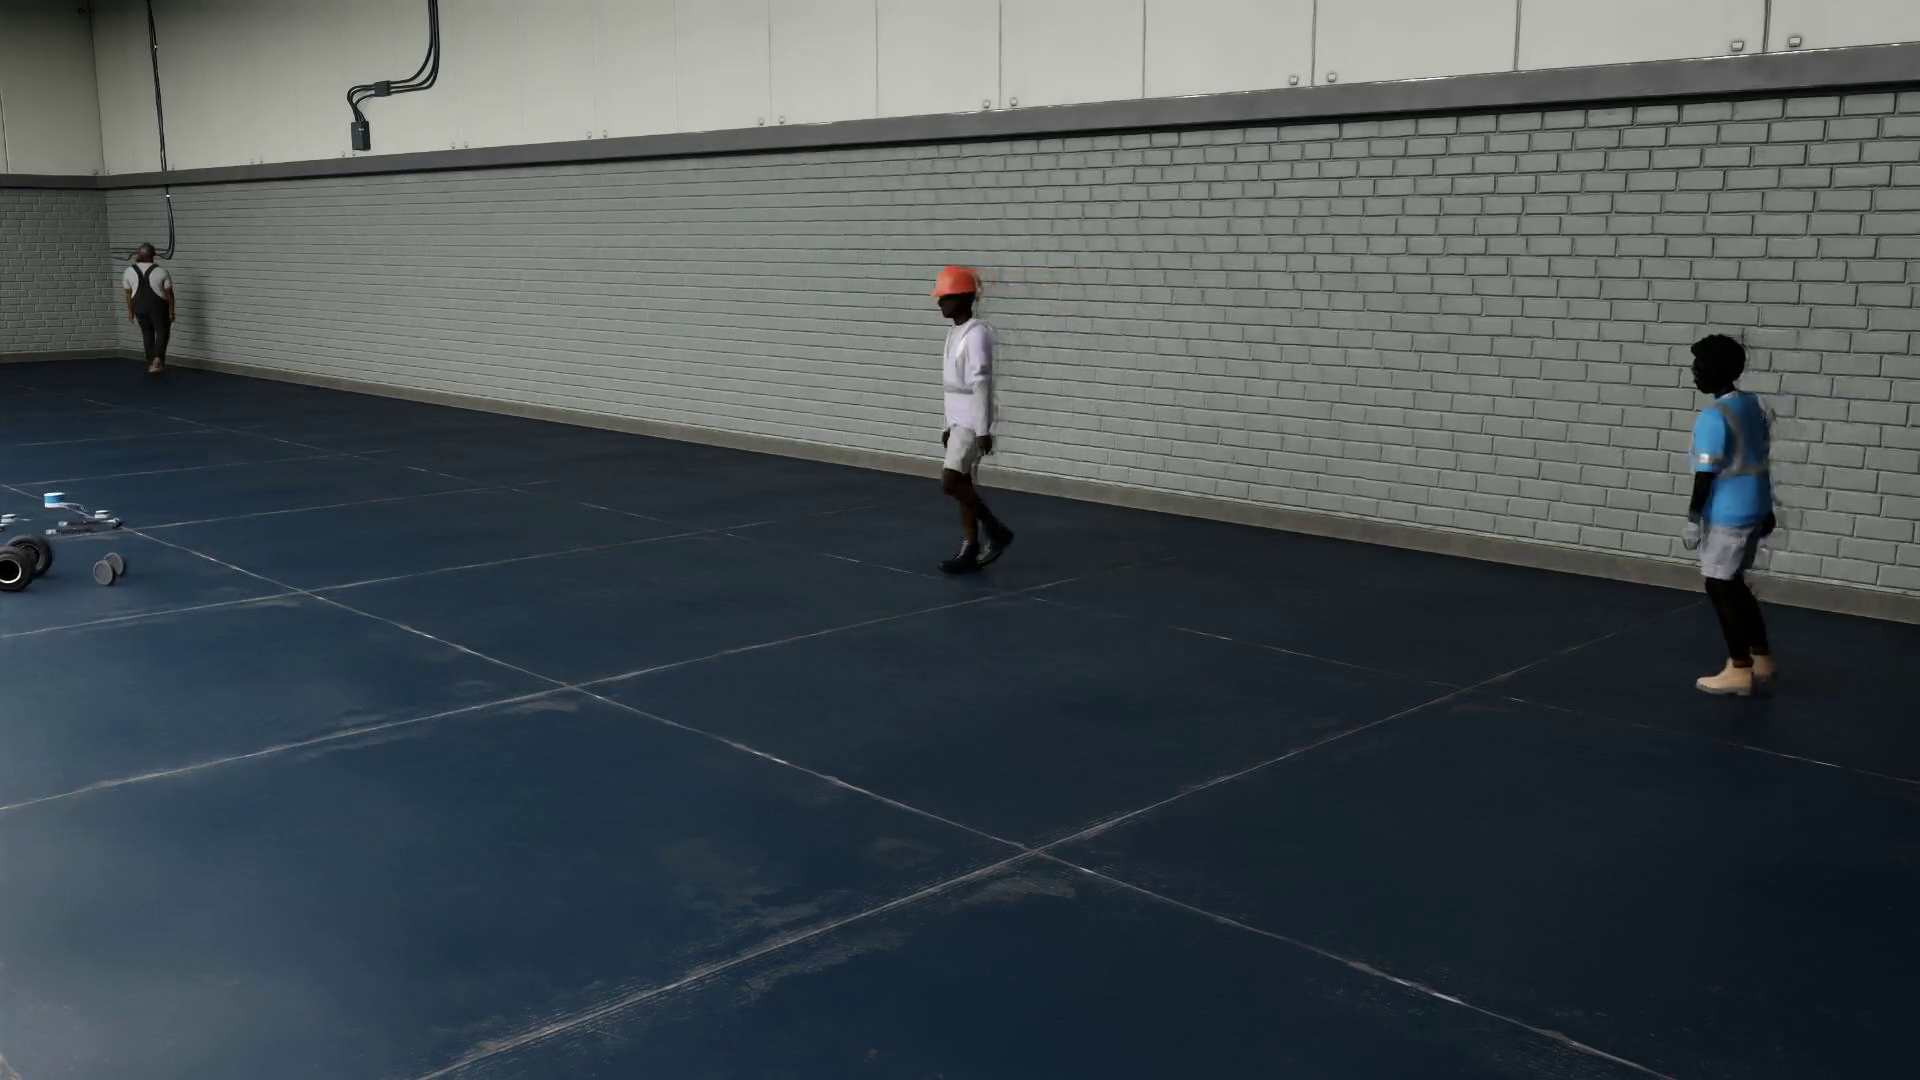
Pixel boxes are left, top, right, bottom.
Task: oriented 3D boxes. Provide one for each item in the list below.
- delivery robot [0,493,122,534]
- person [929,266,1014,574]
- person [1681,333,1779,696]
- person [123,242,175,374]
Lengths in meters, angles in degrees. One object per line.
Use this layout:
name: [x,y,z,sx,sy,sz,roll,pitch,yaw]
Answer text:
delivery robot: [-5.530,-0.172,10.161,0.698,0.223,0.335,-2,10,-15]
person: [0.026,-0.737,10.364,0.445,1.920,0.577,-3,11,-16]
person: [3.530,-0.114,7.647,0.408,1.662,0.553,10,14,43]
person: [-12.491,-3.581,25.669,0.690,2.000,0.727,-1,10,-6]
